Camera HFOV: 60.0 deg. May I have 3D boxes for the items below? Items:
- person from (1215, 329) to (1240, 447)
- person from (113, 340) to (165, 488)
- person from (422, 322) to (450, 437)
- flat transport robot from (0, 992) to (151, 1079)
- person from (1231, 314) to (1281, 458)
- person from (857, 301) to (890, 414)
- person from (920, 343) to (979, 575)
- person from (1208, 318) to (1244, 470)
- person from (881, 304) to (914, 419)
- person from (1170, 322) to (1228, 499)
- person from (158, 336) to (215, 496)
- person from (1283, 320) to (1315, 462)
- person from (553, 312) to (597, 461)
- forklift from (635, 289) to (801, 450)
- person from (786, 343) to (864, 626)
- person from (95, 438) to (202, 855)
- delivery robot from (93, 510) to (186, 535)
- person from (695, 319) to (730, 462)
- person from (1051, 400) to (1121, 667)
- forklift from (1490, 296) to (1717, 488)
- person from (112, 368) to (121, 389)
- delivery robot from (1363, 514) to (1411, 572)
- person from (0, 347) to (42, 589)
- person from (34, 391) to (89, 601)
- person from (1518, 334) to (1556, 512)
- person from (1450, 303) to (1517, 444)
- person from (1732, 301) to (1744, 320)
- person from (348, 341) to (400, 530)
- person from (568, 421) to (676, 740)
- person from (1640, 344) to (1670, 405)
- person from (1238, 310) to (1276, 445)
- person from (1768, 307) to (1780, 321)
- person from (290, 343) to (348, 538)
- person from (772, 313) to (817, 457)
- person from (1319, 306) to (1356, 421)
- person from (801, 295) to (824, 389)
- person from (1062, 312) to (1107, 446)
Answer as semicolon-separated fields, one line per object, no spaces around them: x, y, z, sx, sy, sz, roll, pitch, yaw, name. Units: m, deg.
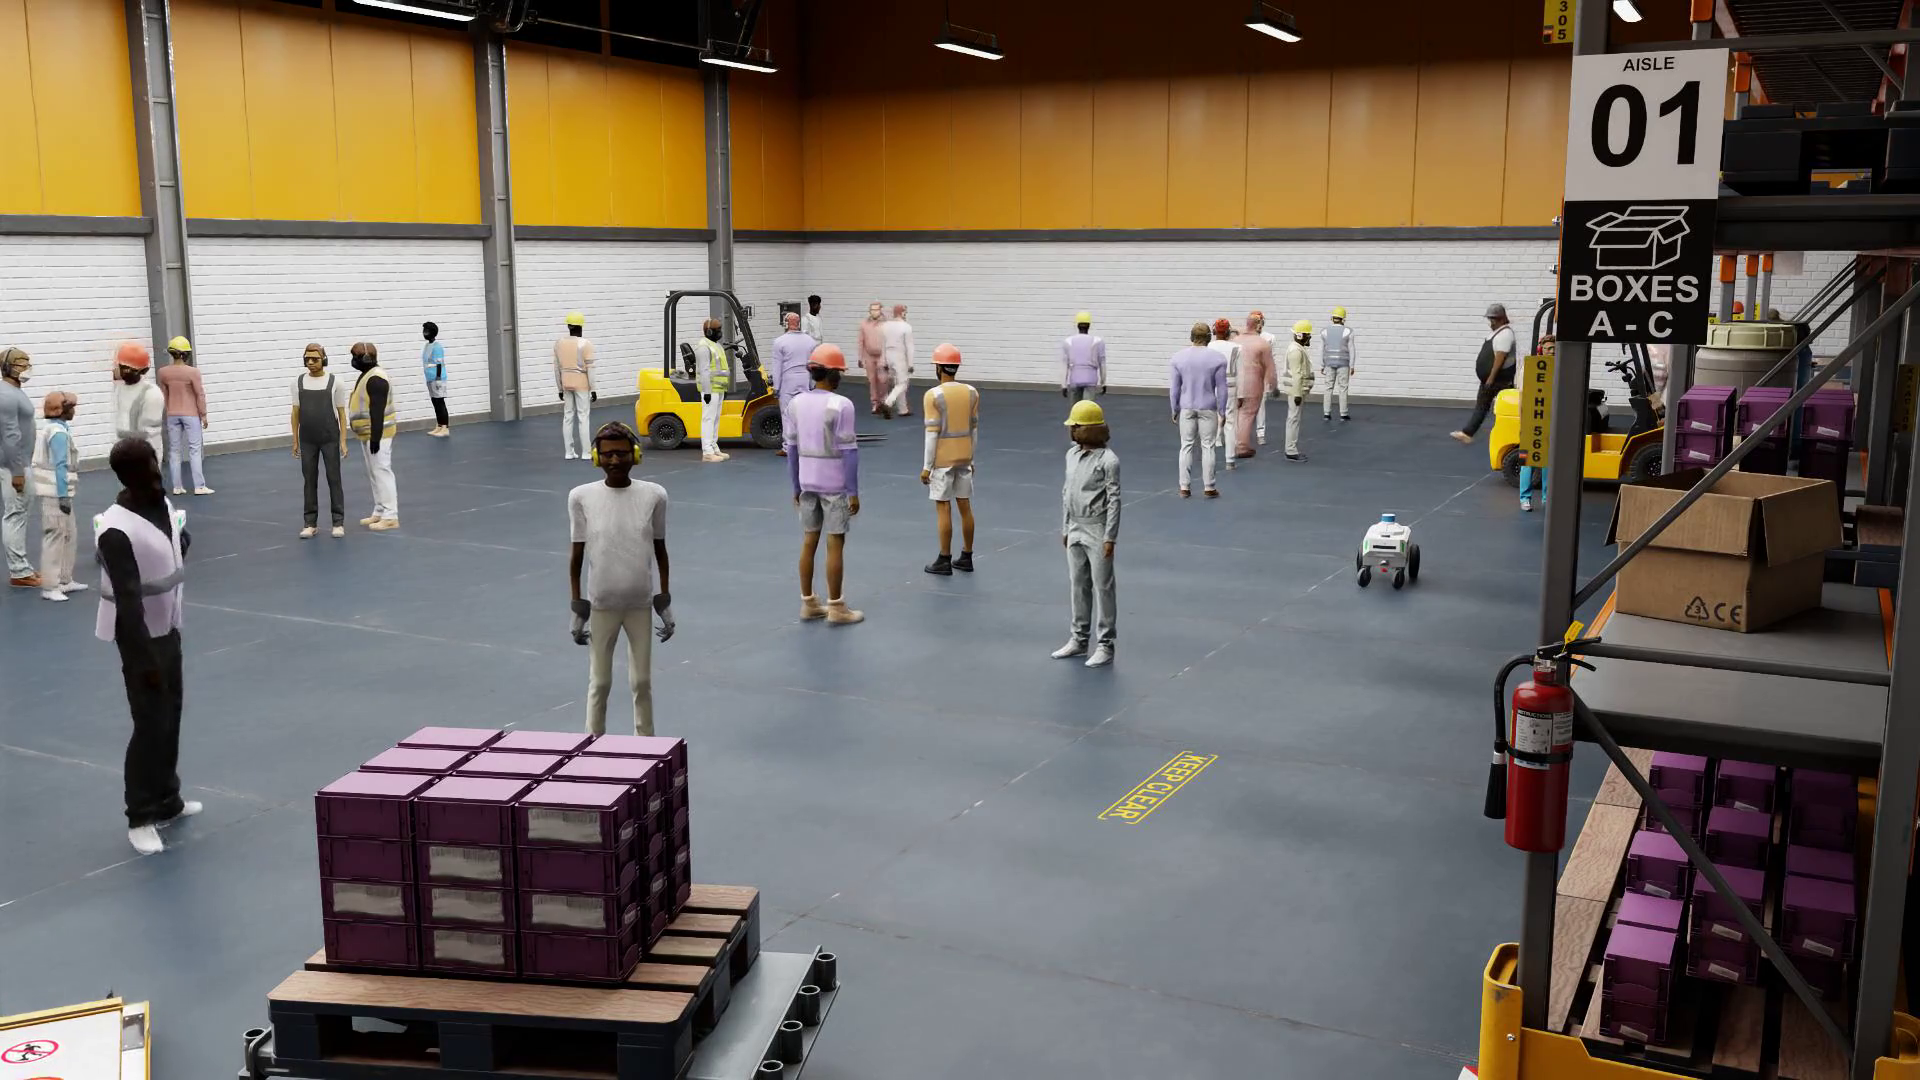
3.748;-2.110;23.101;0.514;1.642;0.311;-3;10;-15;person
-6.760;-0.643;13.622;0.792;2.002;0.367;8;12;38;person
-7.696;-2.353;24.372;0.321;1.690;0.536;-7;12;-35;person
-2.780;1.708;4.962;0.652;0.197;1.431;-5;11;-25;flat transport robot
3.875;-2.020;21.906;0.706;1.879;0.656;-7;12;-37;person
-1.397;-3.031;27.706;0.654;1.888;0.544;3;10;15;person
-0.099;-0.673;13.919;0.542;1.939;0.366;-7;12;-37;person
3.229;-1.808;20.650;0.584;1.882;0.337;1;10;7;person
-1.016;-2.904;27.062;0.651;1.868;0.843;9;13;42;person
2.613;-1.413;18.211;0.634;1.936;0.351;3;10;19;person
-8.597;-1.367;18.443;0.525;1.769;0.314;1;10;5;person
4.382;-1.930;21.514;0.403;1.827;0.600;2;10;10;person
-4.976;-1.992;21.588;0.585;1.929;0.371;4;10;20;person
-3.358;-2.392;23.136;2.313;2.155;1.214;-1;10;-5;forklift
-0.960;-0.403;12.062;0.614;2.038;0.396;7;12;37;person
-3.717;0.455;7.596;0.357;1.883;0.708;-1;10;-7;person
-7.143;-0.127;14.491;0.707;0.478;0.477;-4;11;-20;delivery robot
-3.188;-1.937;21.522;0.429;1.841;0.633;1;10;7;person
0.834;-0.044;10.852;0.314;1.741;0.487;-7;12;-37;person
7.296;-1.677;18.993;2.313;2.155;1.214;5;11;27;forklift
-7.779;-0.819;15.644;0.285;1.633;0.501;-7;12;-35;person
3.489;0.031;13.579;0.477;0.478;0.707;3;10;18;delivery robot
-7.569;-0.576;13.369;0.377;1.937;0.629;-5;11;-25;person
-7.020;-0.344;12.957;0.392;1.619;0.542;-6;11;-31;person
6.095;-1.222;17.365;0.565;1.846;0.389;-1;10;-7;person
7.464;-2.335;23.247;1.007;2.000;0.692;0;10;0;person
11.983;-2.735;25.859;0.371;1.939;0.543;-5;11;-27;person
-5.738;-1.018;16.252;0.431;1.836;0.621;-6;11;-31;person
-1.681;0.337;8.286;0.516;1.866;0.325;-3;10;-16;person
9.838;-2.239;23.335;0.633;1.820;0.721;1;10;8;person
4.129;-2.273;23.349;0.574;1.883;0.356;1;10;8;person
11.306;-2.287;23.295;0.652;1.926;0.471;2;10;12;person
-6.040;-0.933;15.694;0.504;1.847;0.344;-1;10;-8;person
-2.211;-2.053;22.036;0.645;1.903;0.401;-8;12;-38;person
6.052;-2.819;26.651;0.587;1.833;0.404;5;11;28;person
-2.596;-3.365;29.486;0.392;1.952;0.611;5;11;27;person
1.709;-2.164;22.734;0.595;1.879;0.951;2;10;14;person
